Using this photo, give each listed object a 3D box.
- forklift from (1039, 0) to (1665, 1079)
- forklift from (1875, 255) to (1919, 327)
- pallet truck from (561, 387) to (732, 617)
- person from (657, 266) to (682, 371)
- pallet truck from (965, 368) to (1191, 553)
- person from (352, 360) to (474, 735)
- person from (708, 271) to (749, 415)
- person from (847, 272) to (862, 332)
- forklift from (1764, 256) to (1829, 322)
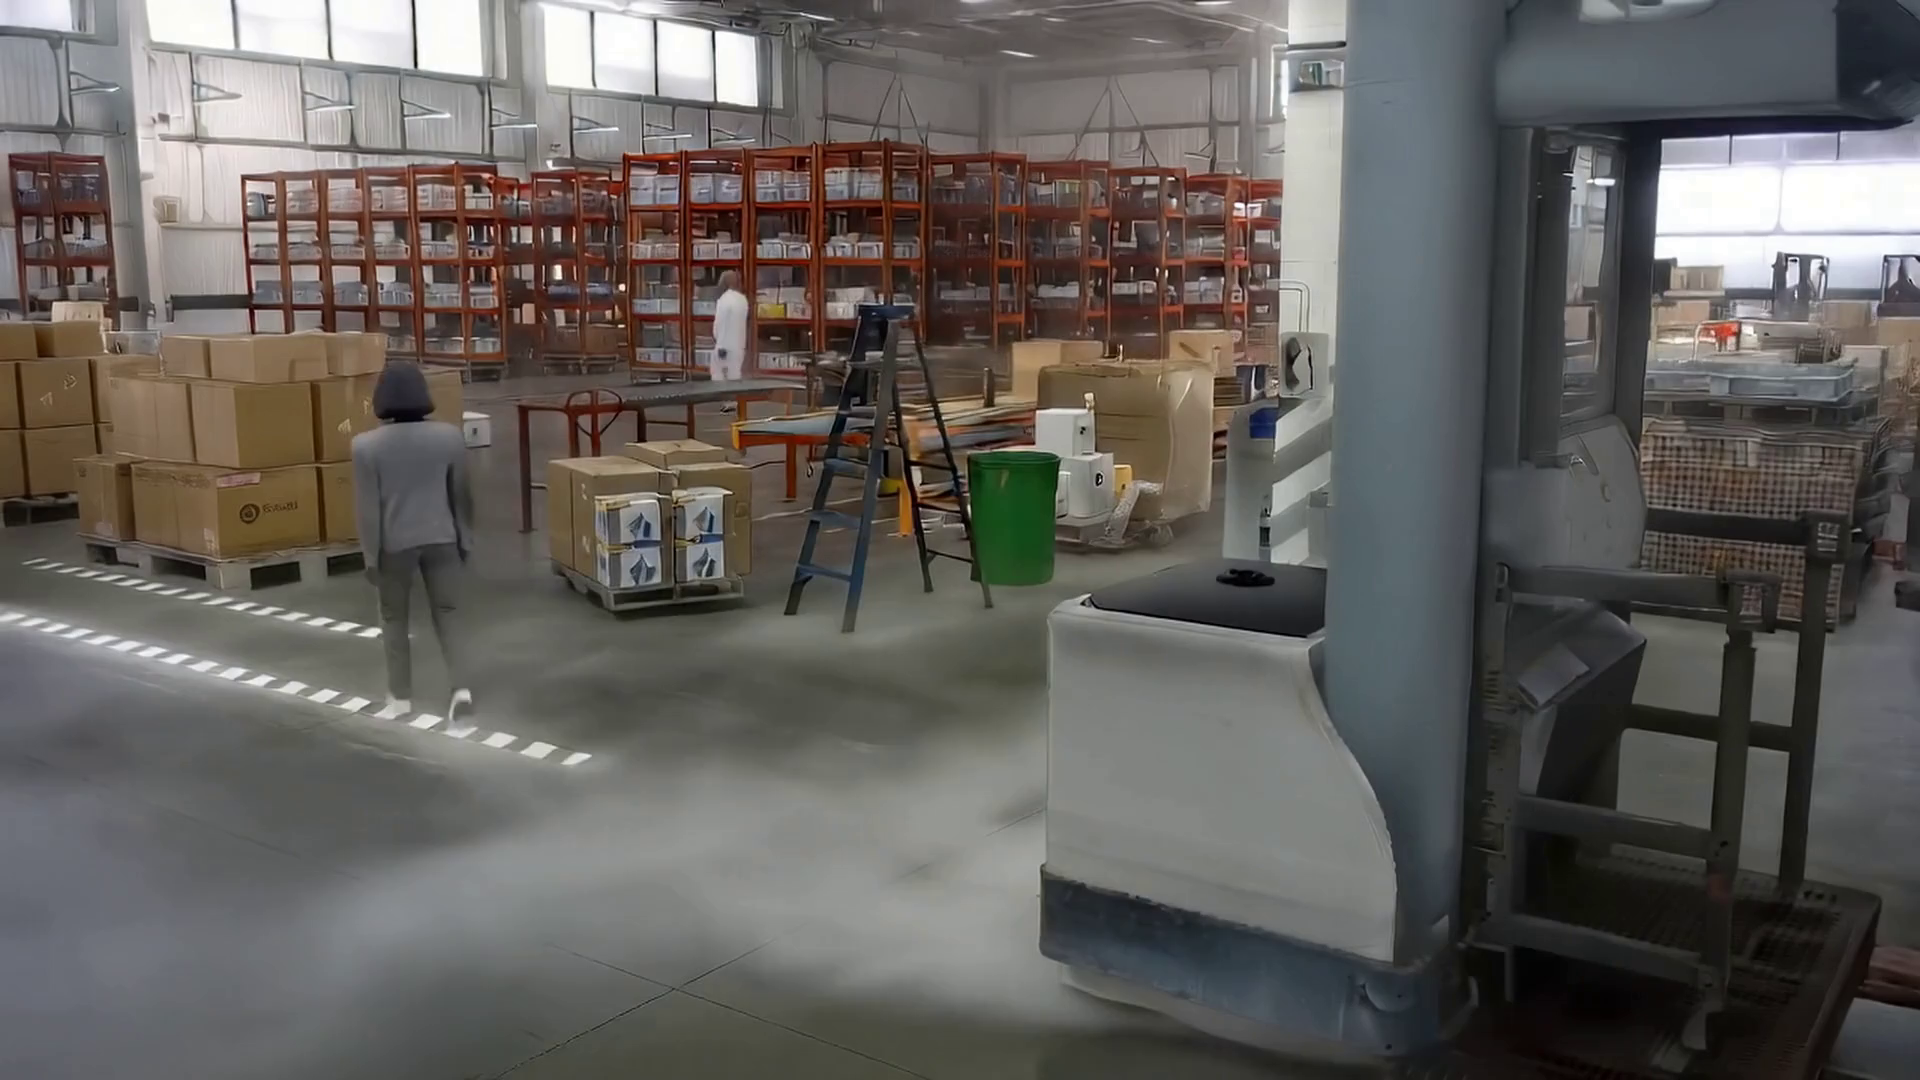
[{"bbox_3d":[1.249,-0.137,4.360,1.873,2.768,1.129,7,12,35],"label":"forklift"},{"bbox_3d":[22.089,-5.634,38.796,1.157,1.987,2.680,6,11,33],"label":"forklift"},{"bbox_3d":[-1.981,-0.274,10.088,0.680,1.201,1.601,-5,11,-28],"label":"pallet truck"},{"bbox_3d":[-5.289,-4.090,30.629,0.803,1.962,0.641,-4,10,-23],"label":"person"},{"bbox_3d":[0.845,-0.609,11.869,1.630,1.274,0.653,7,12,35],"label":"pallet truck"},{"bbox_3d":[-2.332,0.028,7.172,0.503,1.605,0.801,-6,11,-31],"label":"person"},{"bbox_3d":[-3.034,-2.565,21.764,0.447,1.887,0.665,4,10,21],"label":"person"},{"bbox_3d":[-1.989,-4.403,33.007,0.570,1.791,0.948,6,11,30],"label":"person"},{"bbox_3d":[20.253,-5.854,40.139,1.157,1.987,2.680,7,12,35],"label":"forklift"}]
